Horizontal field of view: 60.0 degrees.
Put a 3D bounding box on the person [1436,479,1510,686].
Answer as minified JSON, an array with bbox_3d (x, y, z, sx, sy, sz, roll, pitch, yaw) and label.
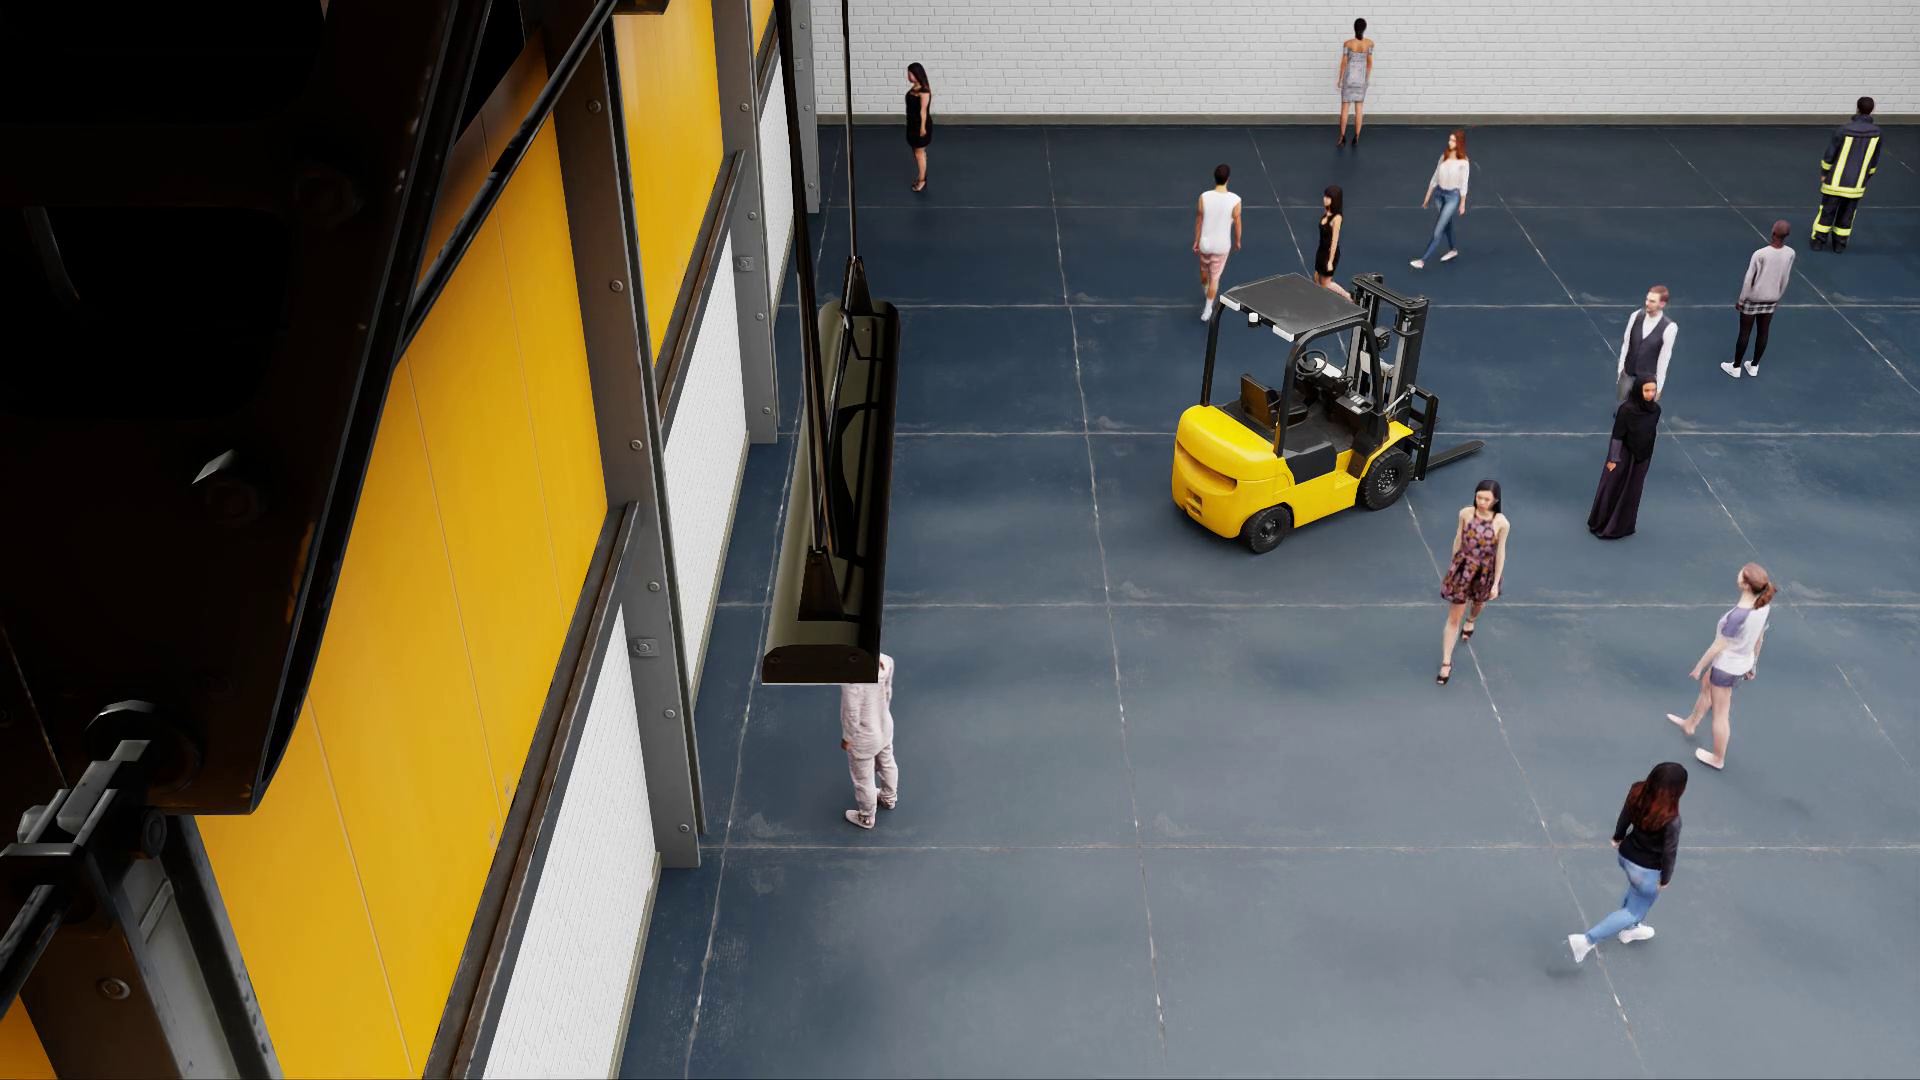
[{"bbox_3d":[4.185,0.263,13.445,0.957,1.723,1.235,16,37,23],"label":"person"}]

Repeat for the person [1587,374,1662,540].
[{"bbox_3d":[6.080,-0.775,15.104,0.651,1.615,0.658,-8,34,-11],"label":"person"}]

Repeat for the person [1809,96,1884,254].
[{"bbox_3d":[10.889,-4.483,20.408,0.846,1.919,0.767,7,34,11],"label":"person"}]

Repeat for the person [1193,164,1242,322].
[{"bbox_3d":[2.864,-3.315,18.806,0.870,1.747,1.128,9,35,14],"label":"person"}]

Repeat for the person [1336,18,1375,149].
[{"bbox_3d":[5.557,-6.440,23.440,0.591,1.822,0.504,0,34,0],"label":"person"}]

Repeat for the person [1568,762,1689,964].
[{"bbox_3d":[4.356,2.108,10.770,0.888,1.610,1.028,-9,35,-14],"label":"person"}]

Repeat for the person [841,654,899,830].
[{"bbox_3d":[-0.642,1.327,11.873,0.790,1.690,0.707,24,40,31],"label":"person"}]

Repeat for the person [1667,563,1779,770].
[{"bbox_3d":[5.784,0.982,12.340,0.846,1.748,0.962,-19,38,-26],"label":"person"}]

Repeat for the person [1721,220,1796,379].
[{"bbox_3d":[8.510,-2.561,17.649,0.626,1.771,0.549,-2,34,-4],"label":"person"}]

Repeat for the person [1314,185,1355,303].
[{"bbox_3d":[4.212,-3.193,18.723,0.749,1.635,0.856,-7,34,-11],"label":"person"}]

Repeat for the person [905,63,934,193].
[{"bbox_3d":[-0.511,-5.511,22.142,0.765,1.711,0.588,-5,34,-7],"label":"person"}]

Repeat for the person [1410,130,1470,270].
[{"bbox_3d":[5.930,-4.102,20.050,1.076,1.680,1.142,-20,39,-27],"label":"person"}]

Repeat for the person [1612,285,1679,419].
[{"bbox_3d":[6.630,-1.592,16.056,0.994,1.921,0.941,-27,42,-34],"label":"person"}]
